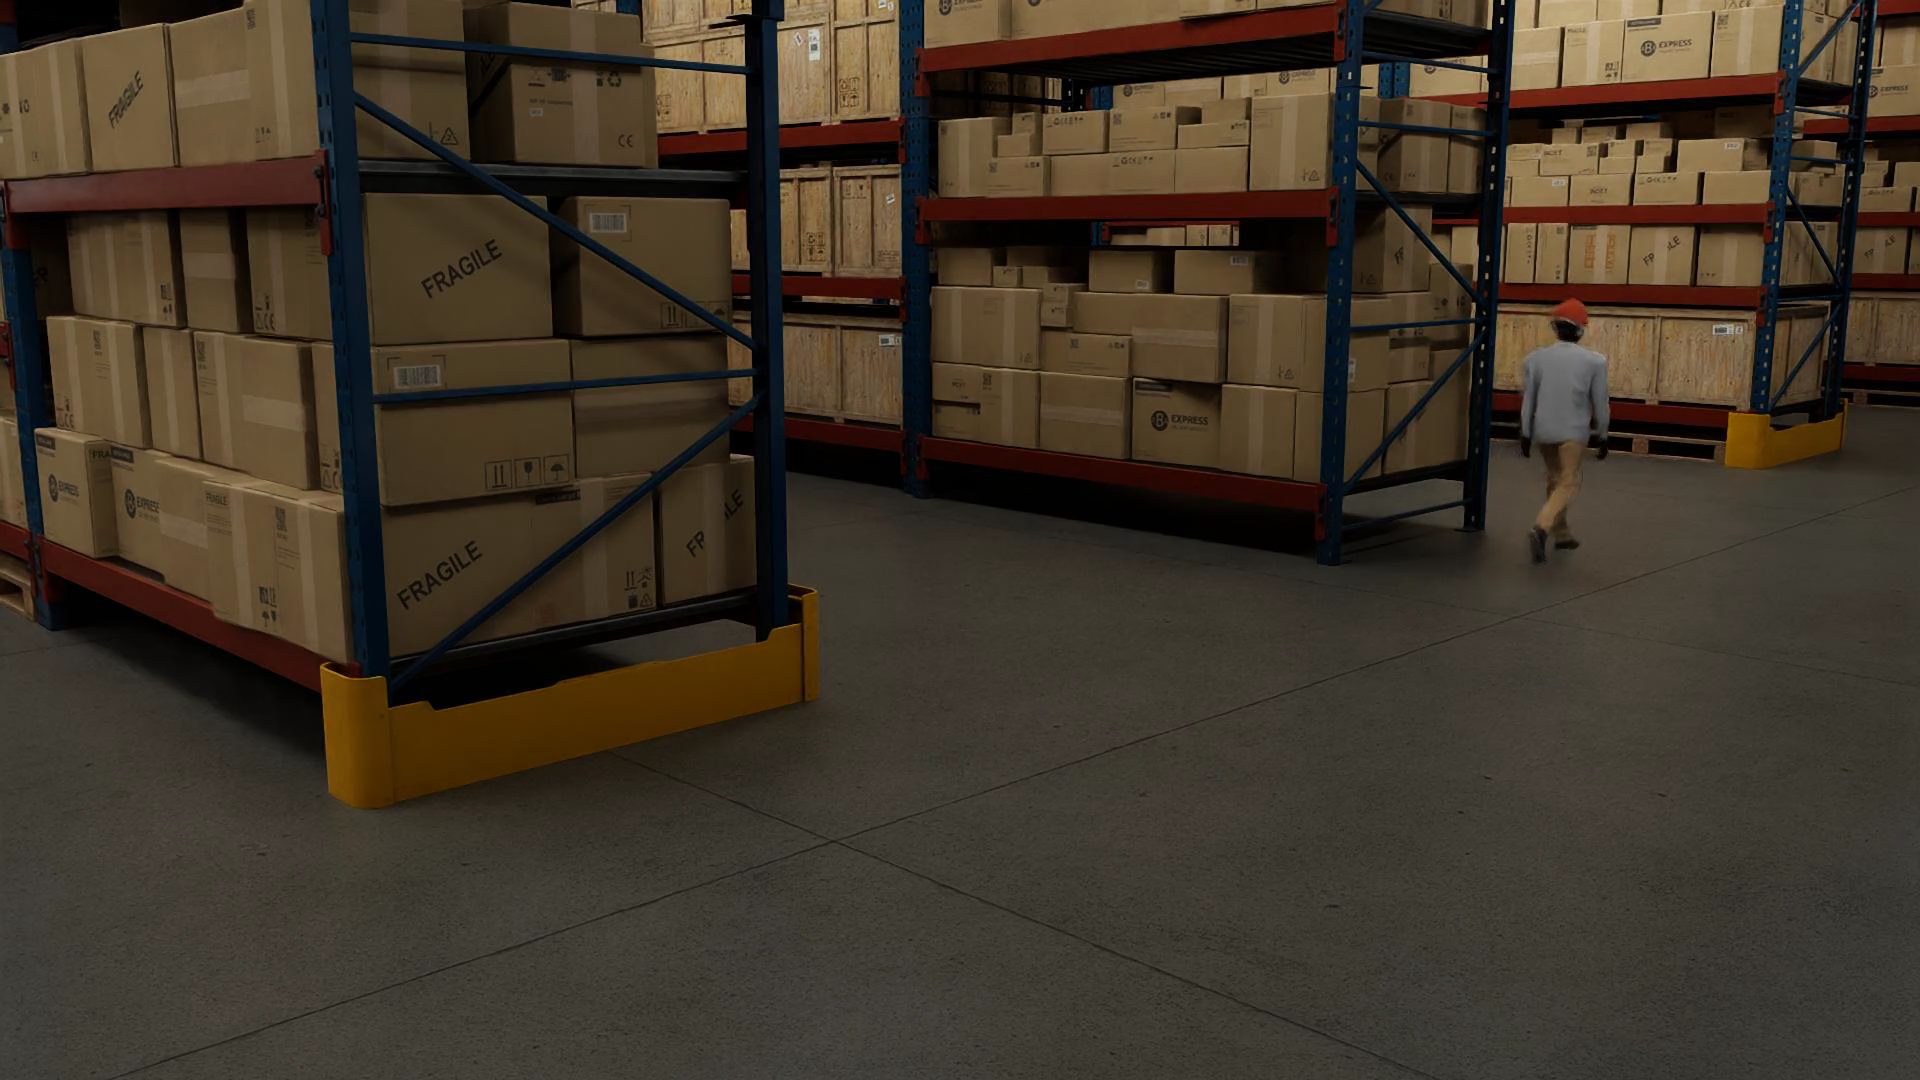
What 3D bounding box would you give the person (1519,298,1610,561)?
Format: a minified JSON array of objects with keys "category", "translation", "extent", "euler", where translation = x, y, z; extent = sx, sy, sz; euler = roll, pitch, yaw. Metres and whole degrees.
[{"category":"person","translation":[3.976,-0.734,11.010],"extent":[0.784,1.729,0.566],"euler":[-9,14,-41]}]
